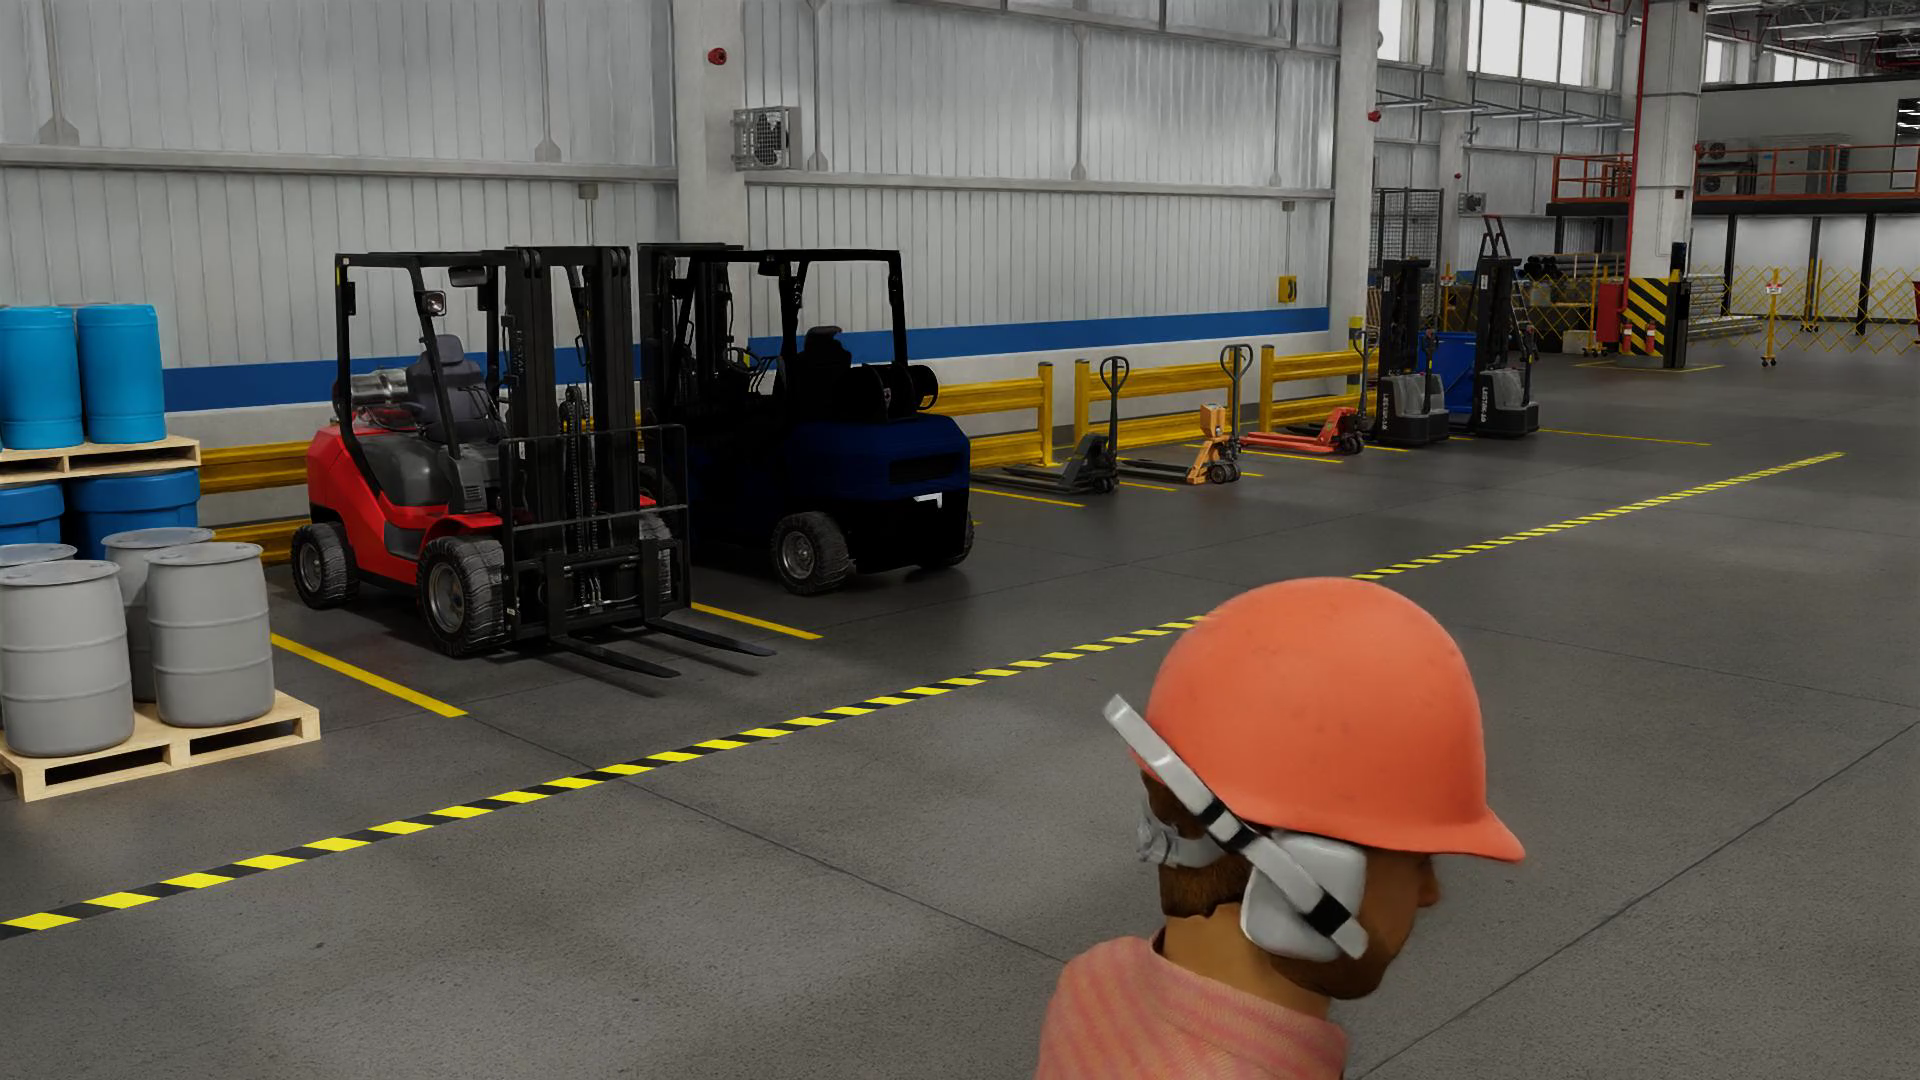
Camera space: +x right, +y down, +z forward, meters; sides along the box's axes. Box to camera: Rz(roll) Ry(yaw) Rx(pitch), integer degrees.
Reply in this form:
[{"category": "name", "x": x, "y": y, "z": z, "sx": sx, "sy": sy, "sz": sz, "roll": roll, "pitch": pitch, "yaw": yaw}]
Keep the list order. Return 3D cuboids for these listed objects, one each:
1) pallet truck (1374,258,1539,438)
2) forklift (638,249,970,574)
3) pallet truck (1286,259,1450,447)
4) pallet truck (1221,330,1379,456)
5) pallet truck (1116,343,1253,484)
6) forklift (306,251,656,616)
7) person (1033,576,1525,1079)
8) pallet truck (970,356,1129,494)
[{"category": "pallet truck", "x": 5.704, "y": -2.208, "z": 18.901, "sx": 1.885, "sy": 1.965, "sz": 0.823, "roll": 10, "pitch": 14, "yaw": 43}, {"category": "forklift", "x": -1.173, "y": -0.958, "z": 11.239, "sx": 2.680, "sy": 1.987, "sz": 1.157, "roll": 10, "pitch": 14, "yaw": 43}, {"category": "pallet truck", "x": 4.493, "y": -2.078, "z": 18.196, "sx": 0.823, "sy": 1.965, "sz": 1.885, "roll": -9, "pitch": 14, "yaw": -40}, {"category": "pallet truck", "x": 3.563, "y": -1.581, "z": 17.381, "sx": 0.653, "sy": 1.274, "sz": 1.630, "roll": -10, "pitch": 14, "yaw": -44}, {"category": "pallet truck", "x": 1.962, "y": -1.215, "z": 15.415, "sx": 1.522, "sy": 1.261, "sz": 0.704, "roll": 10, "pitch": 14, "yaw": 43}, {"category": "forklift", "x": -2.833, "y": -0.669, "z": 9.694, "sx": 1.157, "sy": 1.987, "sz": 2.680, "roll": -10, "pitch": 14, "yaw": -44}, {"category": "person", "x": 0.234, "y": 1.010, "z": 1.386, "sx": 0.393, "sy": 1.986, "sz": 0.611, "roll": -2, "pitch": 11, "yaw": -9}, {"category": "pallet truck", "x": 0.784, "y": -1.085, "z": 14.876, "sx": 0.680, "sy": 1.201, "sz": 1.601, "roll": -10, "pitch": 14, "yaw": -44}]
